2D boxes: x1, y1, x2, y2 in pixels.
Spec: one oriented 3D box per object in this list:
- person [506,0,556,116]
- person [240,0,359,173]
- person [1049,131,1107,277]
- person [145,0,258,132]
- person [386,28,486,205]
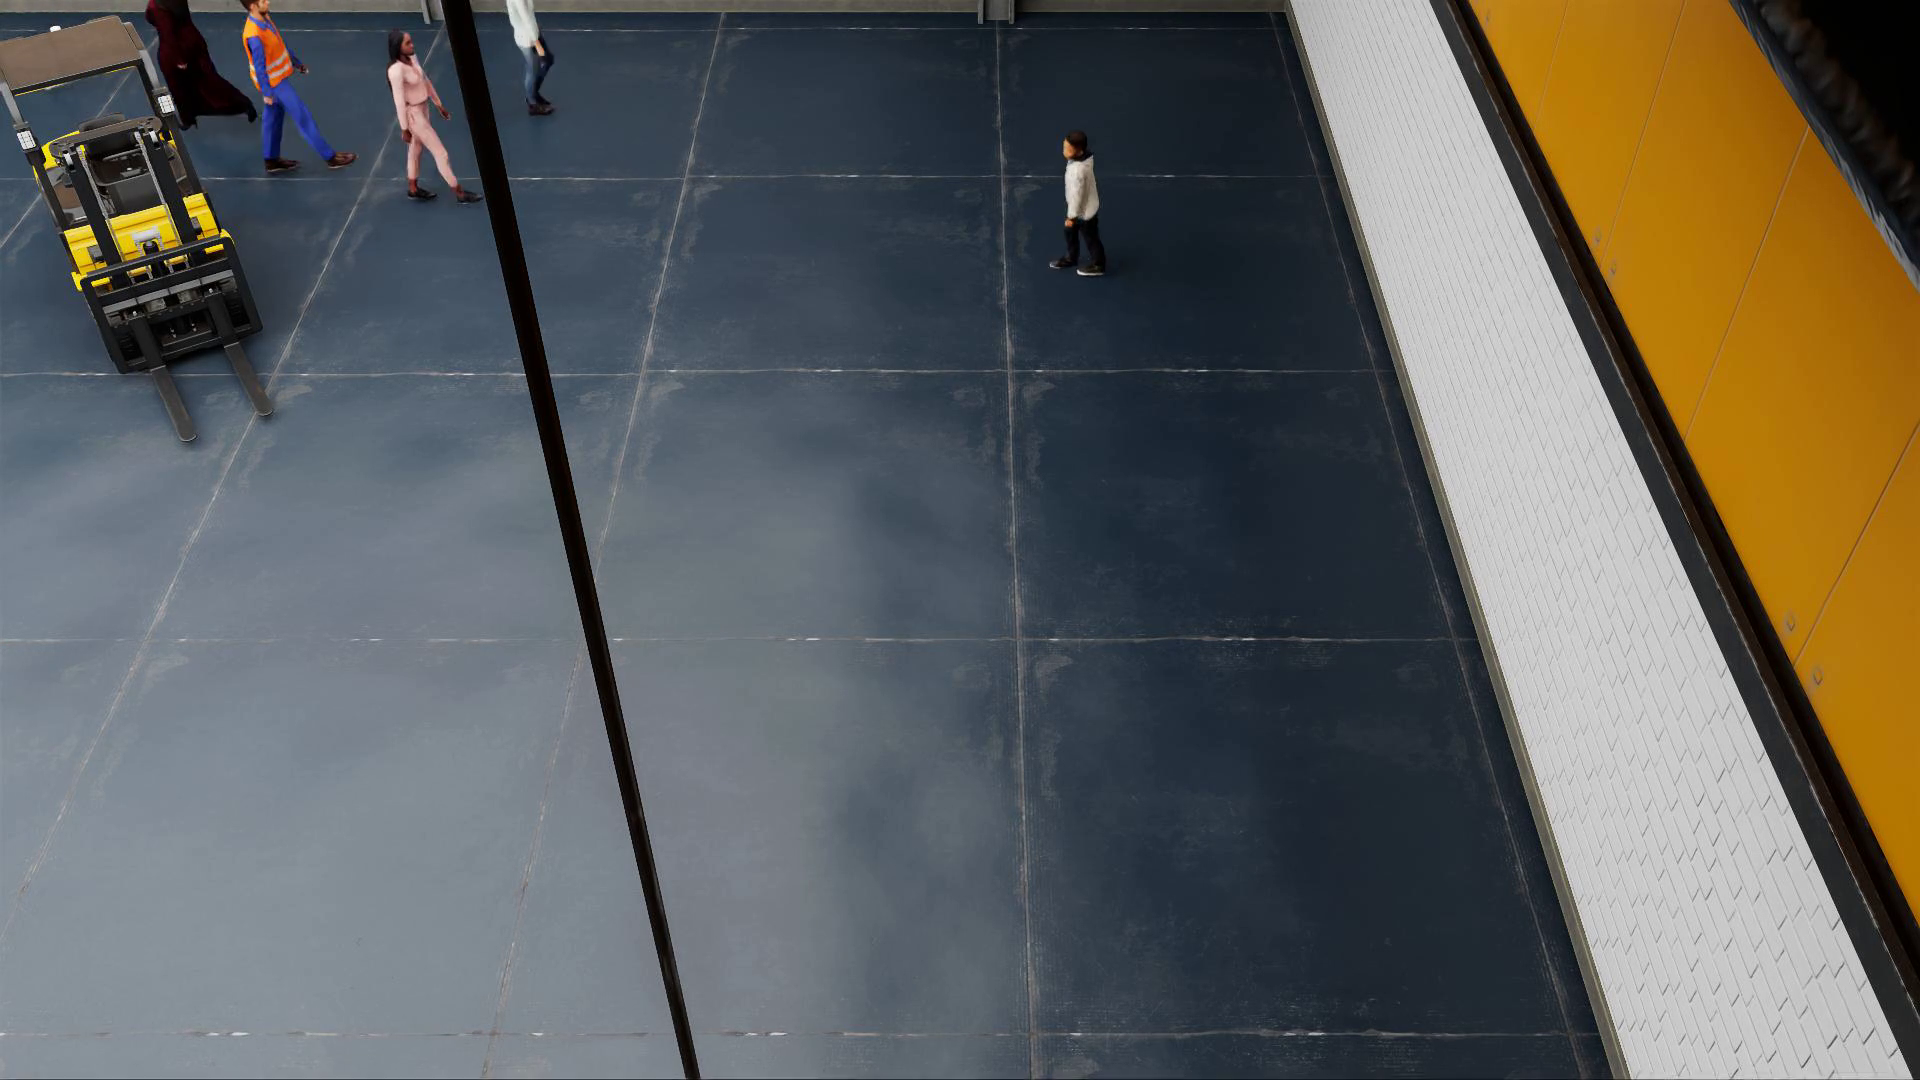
[{"bbox_3d":[-4.243,-4.834,16.042,0.645,1.634,0.632,-10,44,-10],"label":"person"},{"bbox_3d":[-6.347,-4.158,15.196,1.177,1.821,0.882,-11,45,-11],"label":"person"},{"bbox_3d":[1.101,-2.859,14.122,0.736,1.422,0.640,1,44,1],"label":"person"},{"bbox_3d":[-7.259,-4.630,15.764,1.113,1.722,0.743,6,44,6],"label":"person"},{"bbox_3d":[-4.946,-3.762,14.875,0.974,1.691,0.618,0,44,0],"label":"person"}]
